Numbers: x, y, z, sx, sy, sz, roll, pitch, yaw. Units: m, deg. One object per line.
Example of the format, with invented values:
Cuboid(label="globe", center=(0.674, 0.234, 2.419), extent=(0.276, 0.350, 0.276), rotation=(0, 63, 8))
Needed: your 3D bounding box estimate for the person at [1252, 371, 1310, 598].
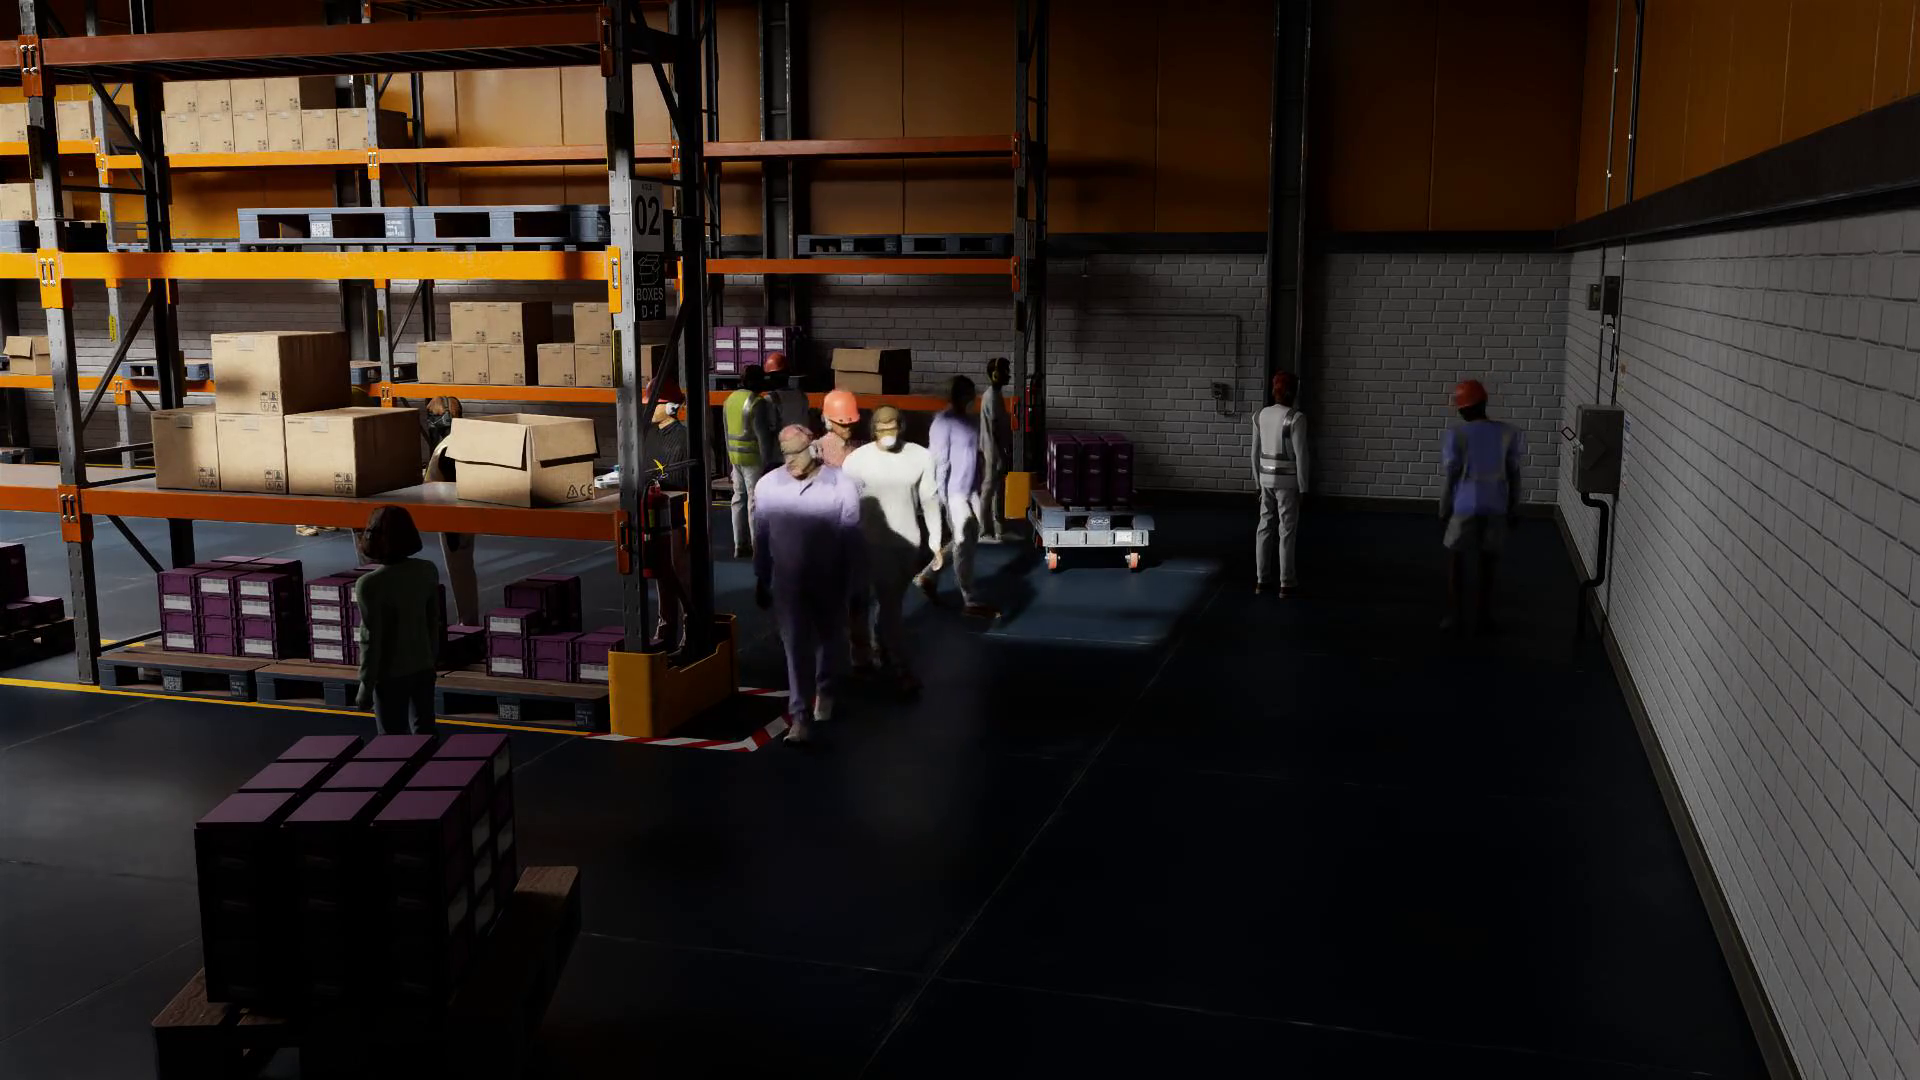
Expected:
Cuboid(label="person", center=(2.678, -0.461, 13.843), extent=(0.356, 1.887, 0.574), rotation=(-7, 12, -38))

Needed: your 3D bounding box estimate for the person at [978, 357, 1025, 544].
Cuboid(label="person", center=(0.377, -0.881, 16.503), extent=(0.397, 1.869, 0.552), rotation=(1, 9, 5))

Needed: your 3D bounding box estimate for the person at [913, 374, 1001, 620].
Cuboid(label="person", center=(-0.037, -0.350, 13.075), extent=(0.810, 1.918, 0.646), rotation=(5, 10, 27))

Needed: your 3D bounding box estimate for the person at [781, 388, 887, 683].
Cuboid(label="person", center=(-0.869, -0.036, 11.022), extent=(0.700, 1.965, 0.654), rotation=(9, 13, 44))

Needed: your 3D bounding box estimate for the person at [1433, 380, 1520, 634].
Cuboid(label="person", center=(3.853, -0.228, 12.392), extent=(0.626, 1.900, 0.396), rotation=(0, 9, 3))

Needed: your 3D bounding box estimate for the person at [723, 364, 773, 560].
Cuboid(label="person", center=(-1.949, -0.727, 15.620), extent=(0.430, 1.840, 0.619), rotation=(-8, 12, -40))

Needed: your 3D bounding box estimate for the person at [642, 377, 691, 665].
Cuboid(label="person", center=(-2.022, -0.138, 11.544), extent=(0.387, 1.992, 0.626), rotation=(-9, 13, -43))

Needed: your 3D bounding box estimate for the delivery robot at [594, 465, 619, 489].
Cuboid(label="delivery robot", center=(-3.752, -0.581, 18.339), extent=(0.477, 0.478, 0.707), rotation=(8, 12, 41))

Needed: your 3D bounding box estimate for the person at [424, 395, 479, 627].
Cuboid(label="person", center=(-3.646, -0.124, 11.970), extent=(0.430, 1.836, 0.618), rotation=(-2, 10, -12))

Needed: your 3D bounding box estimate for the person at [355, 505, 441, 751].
Cuboid(label="person", center=(-2.651, 0.644, 7.871), extent=(0.284, 1.636, 0.500), rotation=(4, 10, 23))

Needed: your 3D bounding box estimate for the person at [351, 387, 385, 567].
Cuboid(label="person", center=(-4.614, -0.267, 12.821), extent=(0.404, 1.830, 0.600), rotation=(-2, 9, -11))

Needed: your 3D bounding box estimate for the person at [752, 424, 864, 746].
Cuboid(label="person", center=(-0.891, 0.242, 9.719), extent=(0.666, 1.841, 1.007), rotation=(0, 9, -1))

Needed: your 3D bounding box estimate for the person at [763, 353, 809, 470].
Cuboid(label="person", center=(-1.677, -0.792, 15.711), extent=(0.364, 1.936, 0.542), rotation=(8, 12, 41))

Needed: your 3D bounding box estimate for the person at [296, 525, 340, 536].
Cuboid(label="person", center=(-6.666, -0.969, 17.079), extent=(0.429, 1.844, 0.627), rotation=(3, 10, 20))

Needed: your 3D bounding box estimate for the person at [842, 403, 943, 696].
Cuboid(label="person", center=(-0.469, 0.020, 10.972), extent=(0.648, 1.875, 1.052), rotation=(-4, 10, -22))
